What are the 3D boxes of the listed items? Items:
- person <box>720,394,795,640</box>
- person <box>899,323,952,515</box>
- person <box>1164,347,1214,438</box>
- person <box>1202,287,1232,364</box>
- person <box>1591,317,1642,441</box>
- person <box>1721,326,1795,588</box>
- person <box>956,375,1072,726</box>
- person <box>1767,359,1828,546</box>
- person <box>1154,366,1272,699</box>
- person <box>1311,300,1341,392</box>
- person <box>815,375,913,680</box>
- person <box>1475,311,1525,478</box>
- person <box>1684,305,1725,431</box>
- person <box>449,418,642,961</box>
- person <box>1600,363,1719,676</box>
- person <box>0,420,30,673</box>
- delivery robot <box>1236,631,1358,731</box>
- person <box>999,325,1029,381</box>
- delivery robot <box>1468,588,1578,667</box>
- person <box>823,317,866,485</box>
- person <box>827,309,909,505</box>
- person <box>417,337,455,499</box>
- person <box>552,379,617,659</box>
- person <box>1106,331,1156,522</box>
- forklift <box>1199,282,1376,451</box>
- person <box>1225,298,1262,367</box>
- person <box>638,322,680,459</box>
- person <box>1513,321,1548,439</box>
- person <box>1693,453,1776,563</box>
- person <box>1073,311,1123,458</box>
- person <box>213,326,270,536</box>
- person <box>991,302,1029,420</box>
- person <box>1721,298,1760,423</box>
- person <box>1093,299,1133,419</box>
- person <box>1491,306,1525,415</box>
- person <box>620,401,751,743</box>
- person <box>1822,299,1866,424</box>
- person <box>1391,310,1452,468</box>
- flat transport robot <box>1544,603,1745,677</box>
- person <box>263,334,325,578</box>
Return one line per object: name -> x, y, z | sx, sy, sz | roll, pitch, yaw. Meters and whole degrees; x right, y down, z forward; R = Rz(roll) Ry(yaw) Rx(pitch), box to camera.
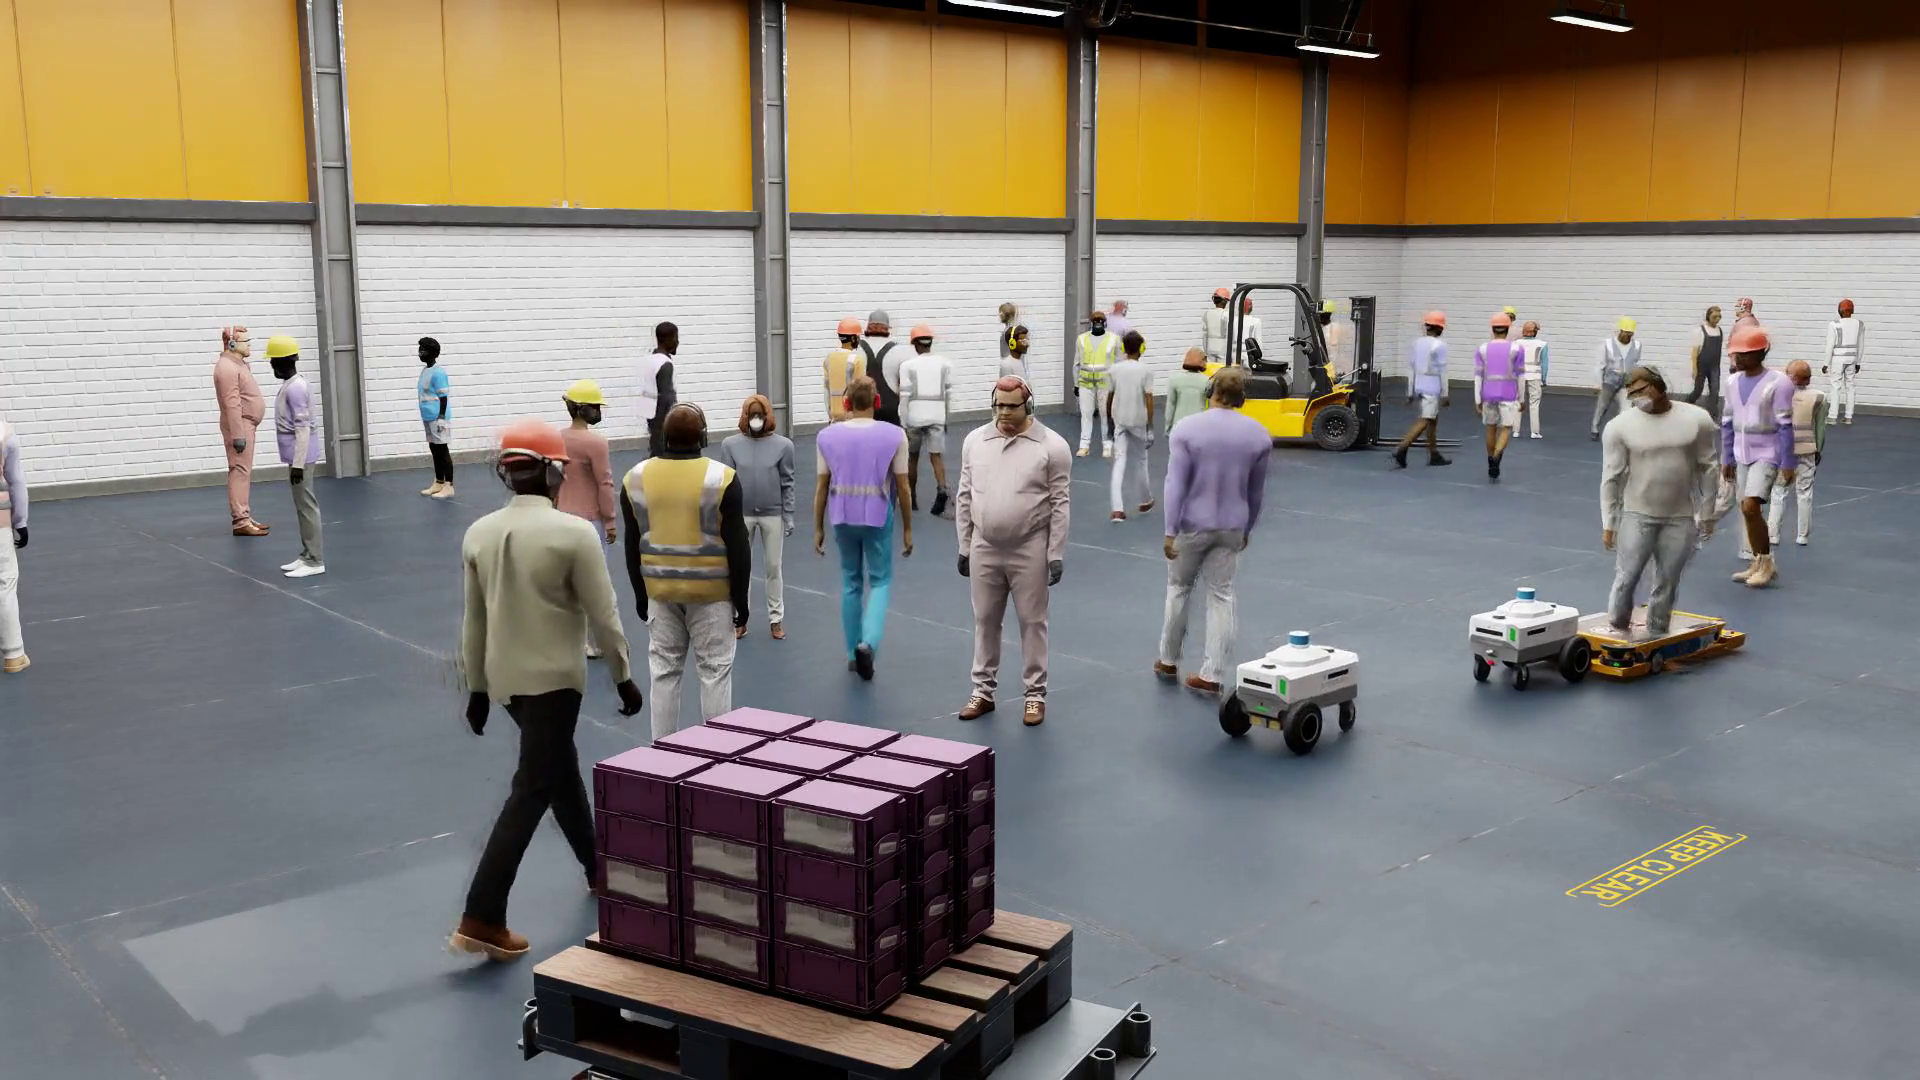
person -> -1.338, -0.150, 11.003 | 0.497, 1.635, 0.286 | -1, 10, -4
person -> -0.314, -1.180, 16.340 | 0.547, 1.891, 0.834 | -2, 10, -13
person -> 2.342, -1.138, 16.825 | 0.538, 1.625, 0.335 | 2, 10, 14
person -> 4.145, -3.008, 26.554 | 0.378, 2.040, 0.607 | -10, 14, -44
person -> 8.808, -2.143, 22.382 | 0.607, 1.754, 1.055 | 1, 10, 4
person -> 6.086, -0.631, 12.757 | 0.581, 2.005, 0.639 | -4, 10, -20
person -> 0.270, 0.054, 9.030 | 0.639, 1.904, 0.409 | 3, 10, 19
person -> 7.290, -0.759, 14.554 | 0.513, 1.641, 0.307 | 1, 10, 7
person -> 1.446, -0.065, 9.753 | 0.669, 1.894, 0.835 | -2, 10, -11
person -> 5.392, -2.554, 24.295 | 0.795, 1.907, 0.591 | -4, 10, -21
person -> -0.603, -0.070, 10.041 | 0.615, 1.845, 0.527 | 2, 10, 9
person -> 6.117, -1.643, 18.919 | 0.557, 1.919, 0.776 | 6, 11, 31
person -> 10.935, -2.533, 24.416 | 0.517, 1.825, 0.784 | -1, 10, -7
person -> -1.585, 0.523, 6.205 | 0.633, 1.942, 1.063 | 6, 11, 32
person -> 4.230, -0.124, 10.129 | 0.675, 1.897, 0.399 | 1, 10, 8
person -> -5.963, -0.087, 10.032 | 0.631, 1.843, 0.429 | -5, 11, -27
delivery robot -> 1.783, 0.725, 8.765 | 0.707, 0.478, 0.477 | -9, 13, -42
person -> 0.546, -1.148, 16.163 | 0.325, 1.871, 0.521 | 2, 10, 13
delivery robot -> 3.359, 0.529, 9.912 | 0.707, 0.478, 0.477 | -8, 12, -37
person -> -1.096, -1.244, 16.524 | 0.552, 1.935, 0.365 | 8, 13, 41
person -> -0.909, -1.354, 16.869 | 0.892, 2.000, 0.623 | 0, 10, -1
person -> -5.504, -1.276, 17.418 | 0.317, 1.695, 0.540 | -7, 12, -35
person -> -2.368, -0.133, 10.530 | 0.533, 1.764, 0.324 | 7, 12, 35
person -> 1.649, -1.103, 16.067 | 0.556, 1.813, 0.989 | 4, 11, 24
forklift -> 4.328, -2.346, 22.227 | 2.313, 2.155, 1.214 | 3, 10, 16
person -> 4.475, -2.873, 26.224 | 0.583, 1.880, 0.337 | 5, 11, 25
person -> -2.825, -1.185, 16.303 | 0.730, 1.888, 0.612 | -4, 10, -22
person -> 7.889, -2.217, 23.104 | 0.515, 1.636, 0.315 | 6, 11, 32
person -> 6.501, -0.634, 13.949 | 0.543, 1.605, 0.733 | -8, 12, -38
person -> 1.724, -1.960, 20.988 | 0.632, 1.846, 0.429 | 3, 10, 16
person -> -6.529, -0.991, 15.137 | 0.409, 1.907, 0.649 | -3, 10, -19
person -> 0.591, -2.254, 22.530 | 0.841, 1.909, 0.648 | 2, 10, 12
person -> 11.788, -2.700, 25.141 | 0.409, 1.909, 0.641 | 8, 13, 39
person -> 2.354, -2.758, 25.567 | 0.677, 1.873, 0.513 | 9, 13, 42
person -> 8.469, -2.733, 25.745 | 0.522, 1.768, 0.314 | 2, 10, 14
person -> -1.296, 0.255, 8.022 | 0.625, 1.847, 0.429 | 2, 10, 12
person -> 13.311, -2.678, 25.078 | 0.572, 1.884, 0.356 | 0, 10, -3
person -> 5.559, -1.809, 19.933 | 0.934, 1.904, 0.545 | -4, 11, -23
flat transport robot -> 4.285, 0.616, 10.507 | 1.431, 0.197, 0.652 | -7, 12, -37
person -> -5.262, -0.664, 13.169 | 0.384, 1.924, 0.589 | -4, 11, -23
